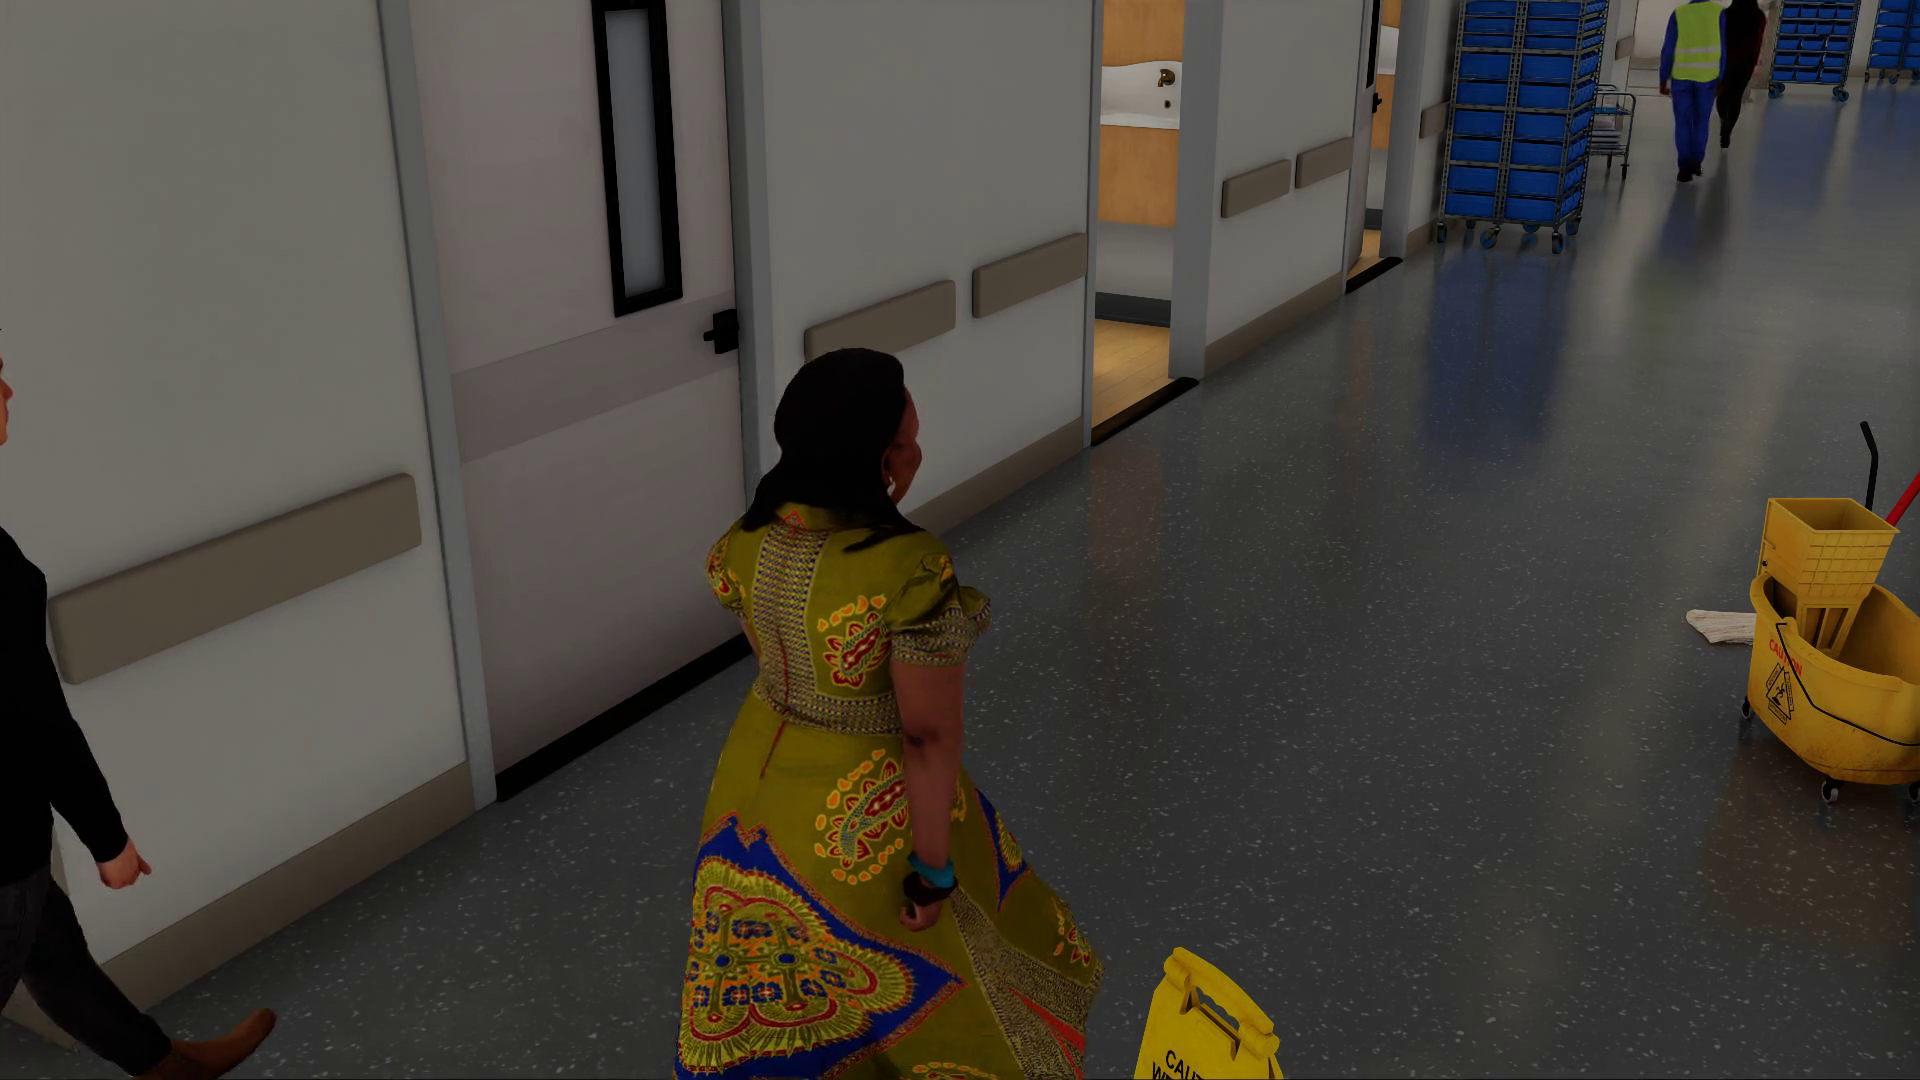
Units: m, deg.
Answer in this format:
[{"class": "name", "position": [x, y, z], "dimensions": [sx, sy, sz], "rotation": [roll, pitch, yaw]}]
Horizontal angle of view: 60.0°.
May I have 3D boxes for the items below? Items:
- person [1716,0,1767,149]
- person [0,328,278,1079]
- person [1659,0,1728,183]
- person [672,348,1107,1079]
[{"class": "person", "position": [7.743, -4.714, 16.542], "dimensions": [0.701, 1.637, 0.879], "rotation": [6, 22, 16]}, {"class": "person", "position": [-1.723, 0.490, 2.741], "dimensions": [0.759, 1.681, 1.115], "rotation": [15, 26, 35]}, {"class": "person", "position": [6.409, -4.034, 14.520], "dimensions": [0.770, 1.798, 0.762], "rotation": [7, 22, 17]}, {"class": "person", "position": [-0.243, 0.529, 2.736], "dimensions": [0.757, 1.611, 1.303], "rotation": [13, 24, 30]}]
